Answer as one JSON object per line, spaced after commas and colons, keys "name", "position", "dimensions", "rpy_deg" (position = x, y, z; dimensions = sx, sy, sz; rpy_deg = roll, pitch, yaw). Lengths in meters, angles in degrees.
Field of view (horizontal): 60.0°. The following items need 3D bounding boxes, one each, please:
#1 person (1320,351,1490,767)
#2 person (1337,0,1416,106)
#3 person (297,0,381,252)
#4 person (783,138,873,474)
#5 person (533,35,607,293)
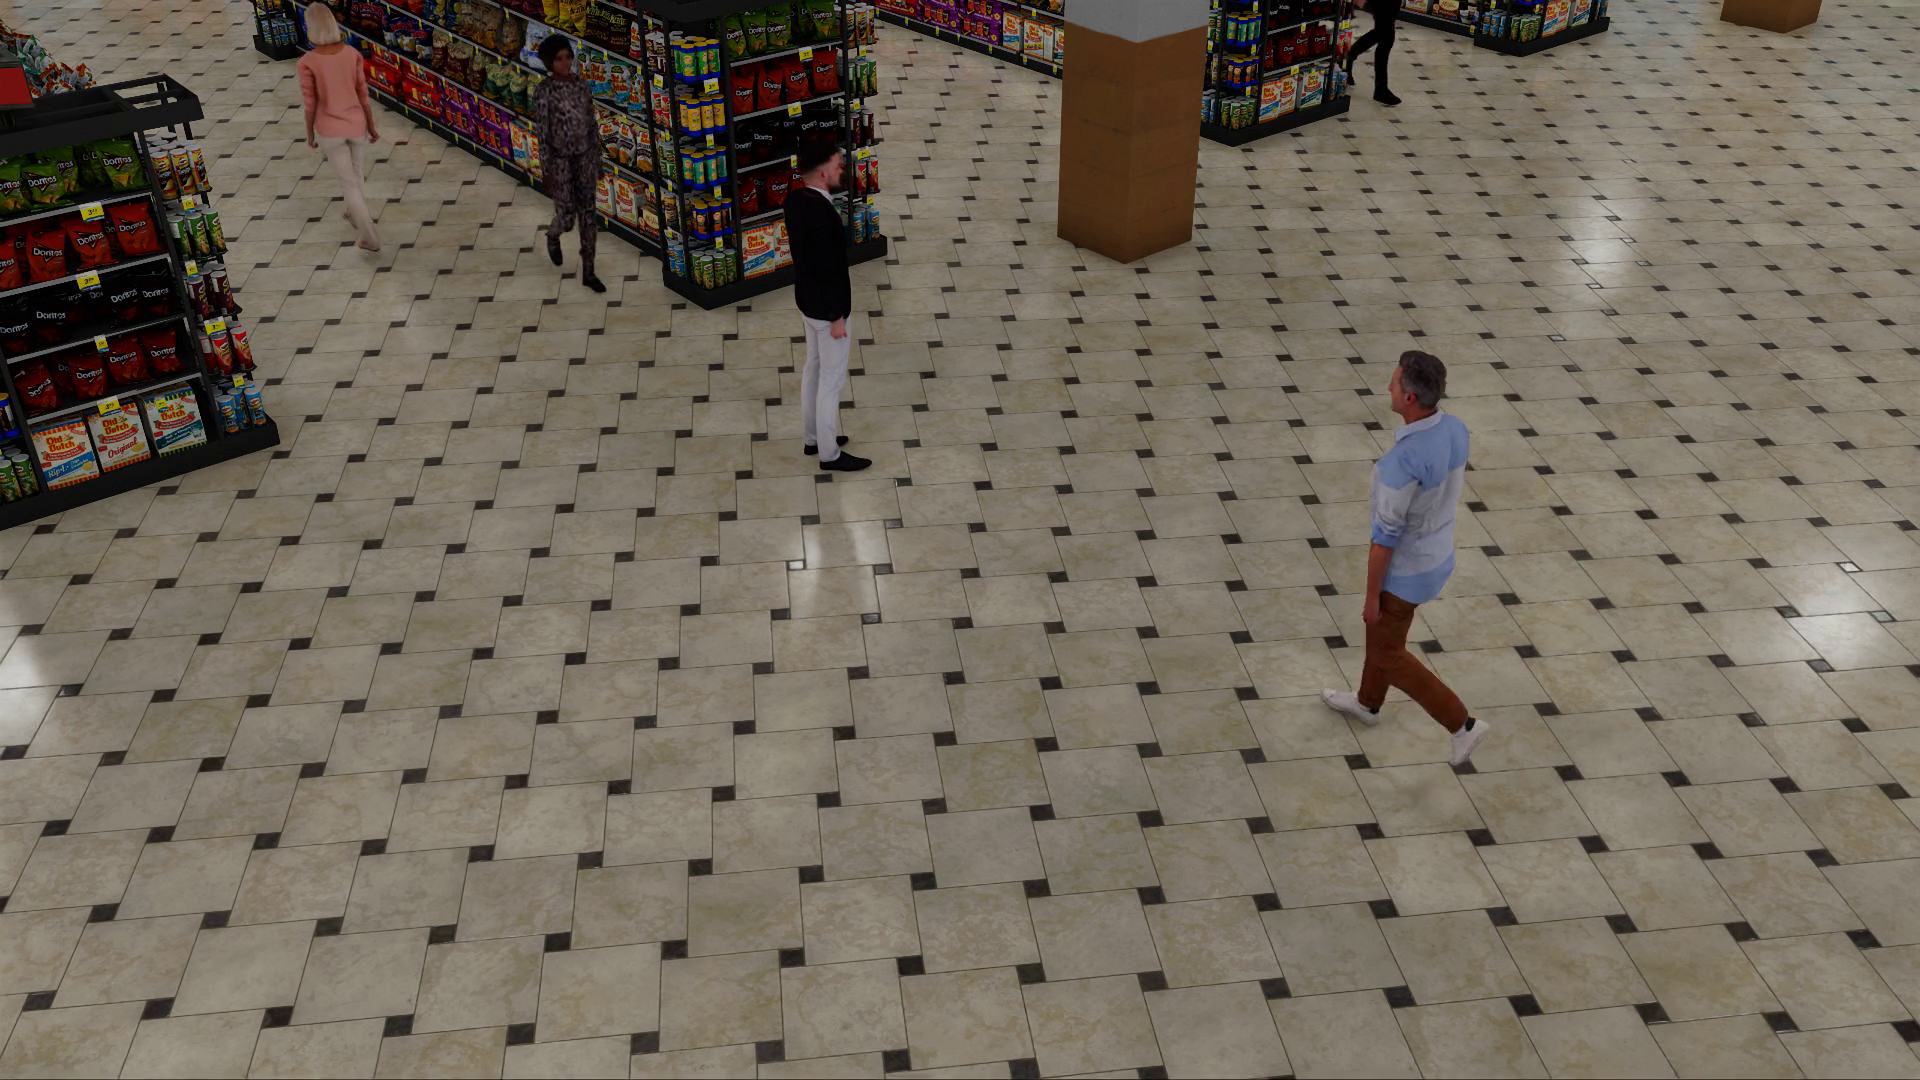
{"name": "person", "position": [1.887, 0.132, 6.707], "dimensions": [1.088, 1.796, 0.800], "rpy_deg": [25, 39, 34]}
{"name": "person", "position": [3.681, -4.837, 14.654], "dimensions": [0.704, 1.836, 1.135], "rpy_deg": [-22, 38, -31]}
{"name": "person", "position": [-4.280, -2.827, 11.569], "dimensions": [0.608, 1.684, 1.042], "rpy_deg": [-24, 39, -33]}
{"name": "person", "position": [-0.744, -1.241, 8.871], "dimensions": [0.773, 1.840, 0.601], "rpy_deg": [-13, 34, -20]}
{"name": "person", "position": [-2.609, -2.497, 11.021], "dimensions": [0.574, 1.703, 0.809], "rpy_deg": [-23, 39, -32]}
